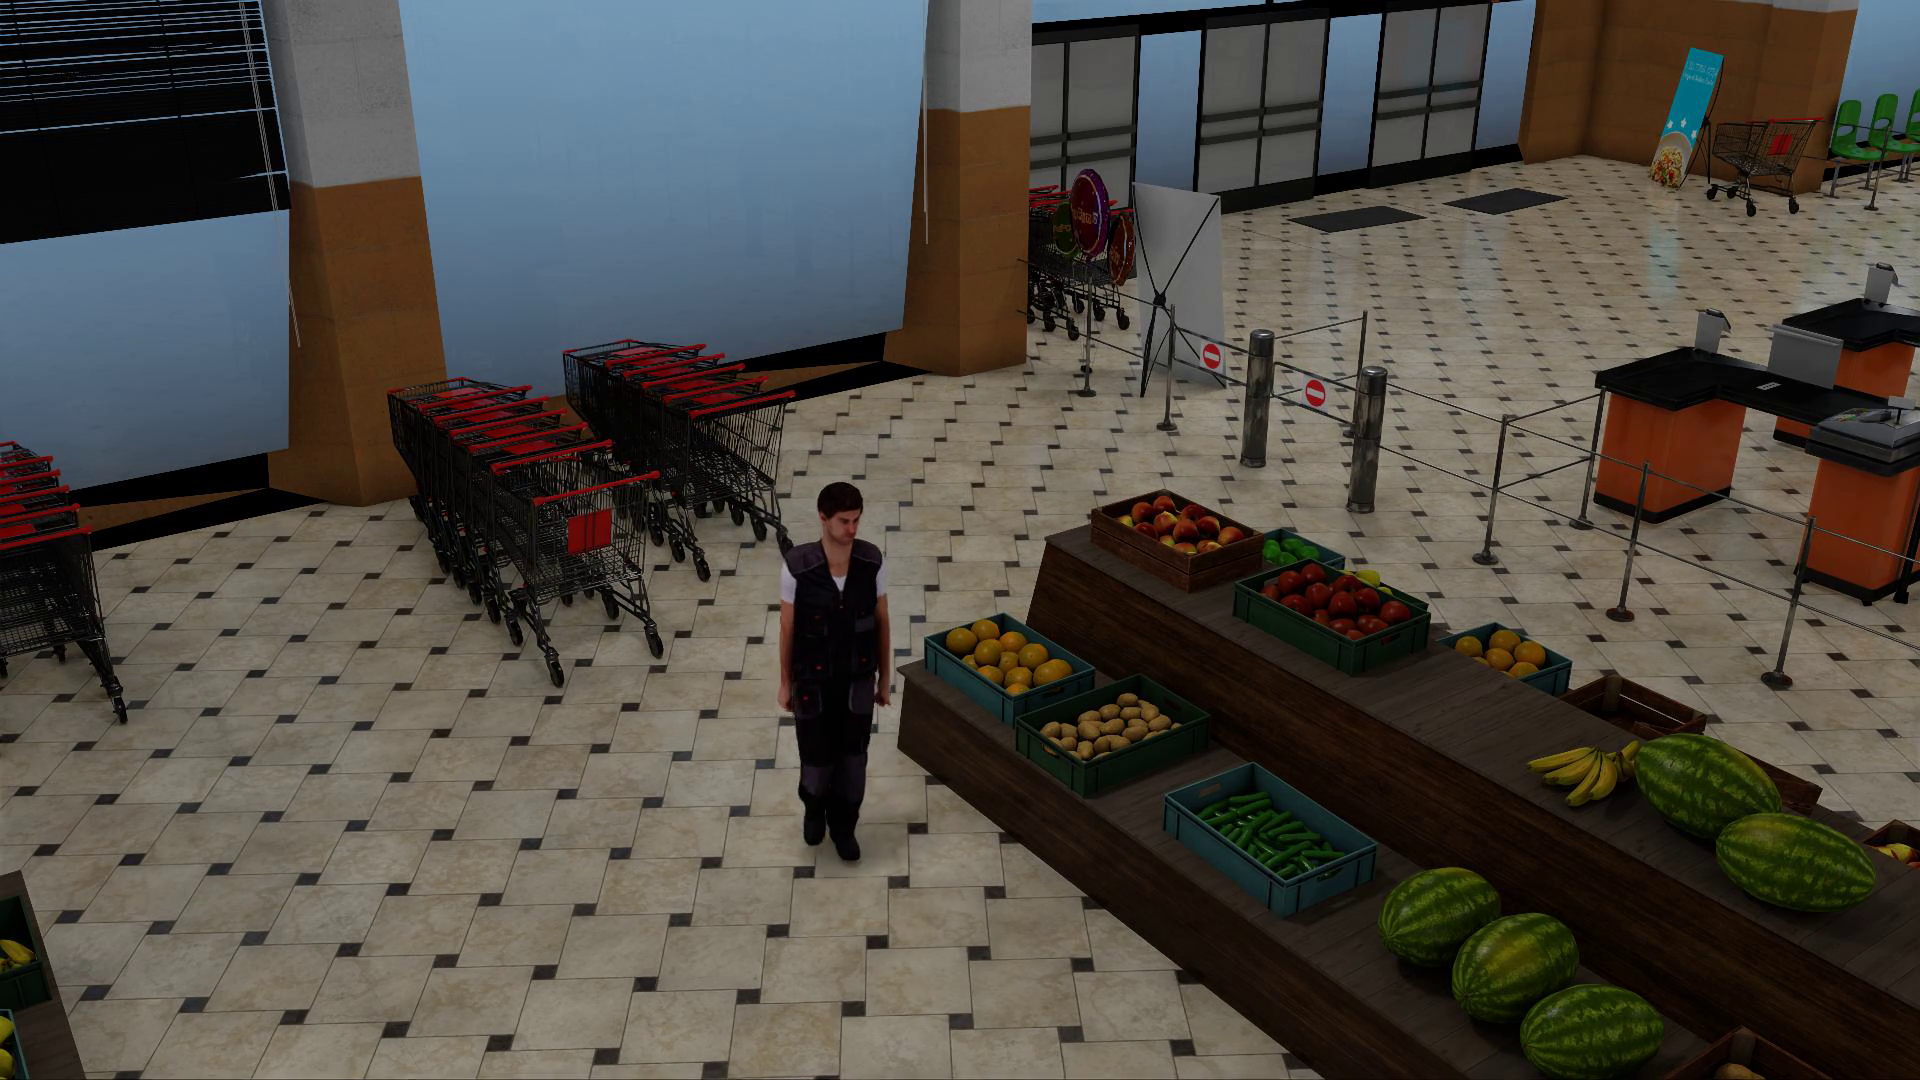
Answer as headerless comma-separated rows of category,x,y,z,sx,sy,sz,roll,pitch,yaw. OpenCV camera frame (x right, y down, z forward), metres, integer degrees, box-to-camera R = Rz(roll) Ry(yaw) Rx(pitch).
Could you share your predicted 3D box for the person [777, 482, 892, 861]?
person,-0.587,0.571,7.497,0.763,1.835,0.768,-7,25,-16
